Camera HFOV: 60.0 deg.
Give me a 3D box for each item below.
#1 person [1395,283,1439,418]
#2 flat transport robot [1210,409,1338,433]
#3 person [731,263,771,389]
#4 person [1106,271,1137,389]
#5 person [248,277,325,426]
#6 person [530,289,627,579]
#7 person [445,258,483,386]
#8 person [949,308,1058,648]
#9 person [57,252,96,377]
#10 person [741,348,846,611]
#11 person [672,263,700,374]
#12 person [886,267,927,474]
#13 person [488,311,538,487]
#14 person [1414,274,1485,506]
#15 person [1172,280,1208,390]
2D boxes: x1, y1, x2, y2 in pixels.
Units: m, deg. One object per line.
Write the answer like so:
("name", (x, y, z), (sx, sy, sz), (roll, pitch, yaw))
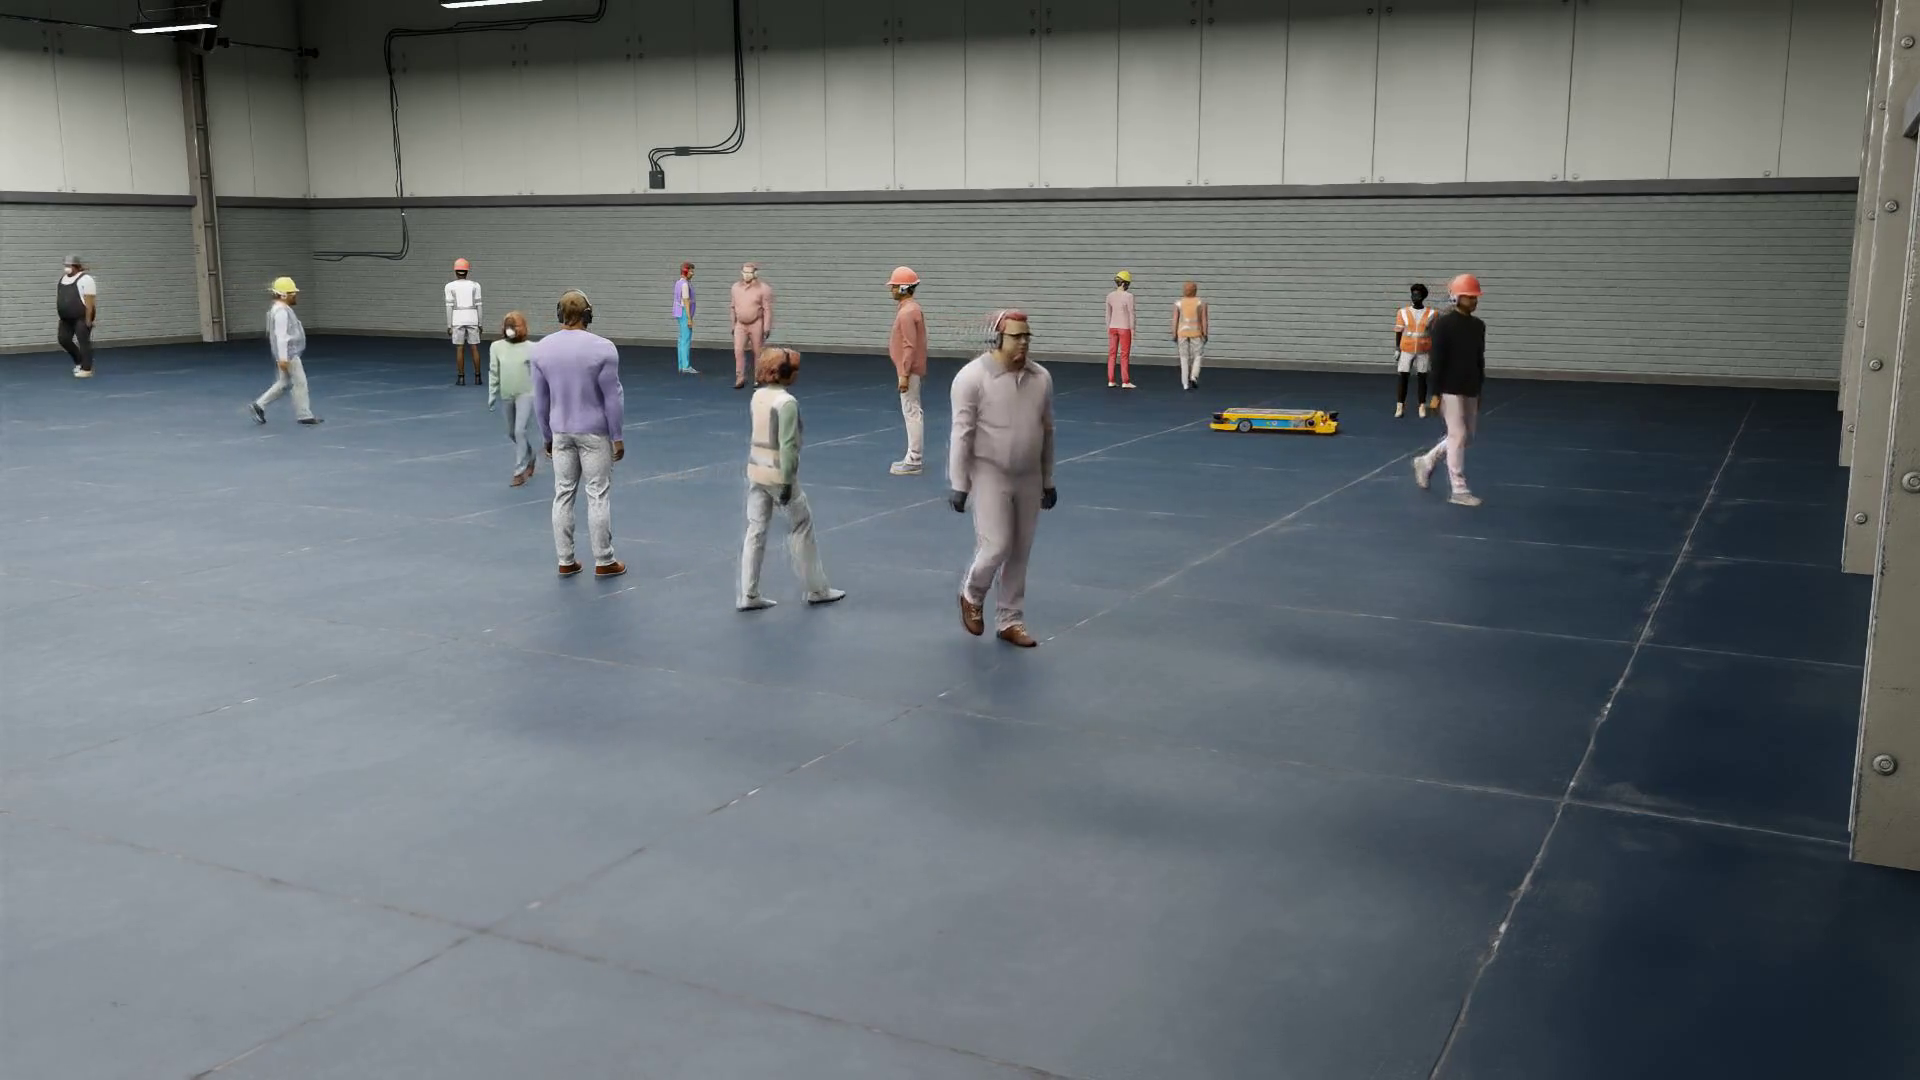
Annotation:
("person", (5.738, -2.377, 20.933), (0.537, 1.698, 0.320), (3, 11, 15))
("flat transport robot", (3.707, -1.415, 19.587), (1.431, 0.197, 0.652), (3, 11, 15))
("person", (-3.161, -3.187, 24.865), (0.666, 1.871, 0.843), (2, 11, 13))
("person", (2.433, -3.159, 25.048), (0.523, 1.759, 0.332), (9, 14, 41))
("person", (-8.137, -2.252, 19.968), (0.780, 1.807, 0.601), (-5, 11, -24))
("person", (-2.536, -0.698, 11.128), (0.632, 1.940, 0.372), (2, 11, 11))
("person", (-7.603, -3.337, 25.518), (0.542, 1.939, 0.361), (-5, 11, -23))
("person", (0.259, -0.343, 9.300), (0.670, 1.892, 0.452), (-7, 13, -34))
("person", (-14.351, -3.655, 26.973), (0.688, 2.000, 0.539), (3, 11, 14))
("person", (-1.055, -0.376, 10.260), (0.754, 1.605, 0.524), (-8, 13, -37))
("person", (-4.583, -3.687, 27.700), (0.390, 1.838, 0.563), (-4, 11, -21))
("person", (-0.514, -1.628, 16.046), (0.391, 1.995, 0.613), (1, 10, 5))
("person", (-4.088, -1.333, 15.496), (0.494, 1.605, 0.751), (3, 11, 13))
("person", (4.247, -1.307, 14.362), (0.622, 1.974, 0.771), (-7, 12, -32))
("person", (3.411, -3.033, 24.682), (0.546, 1.626, 0.356), (3, 11, 17))
